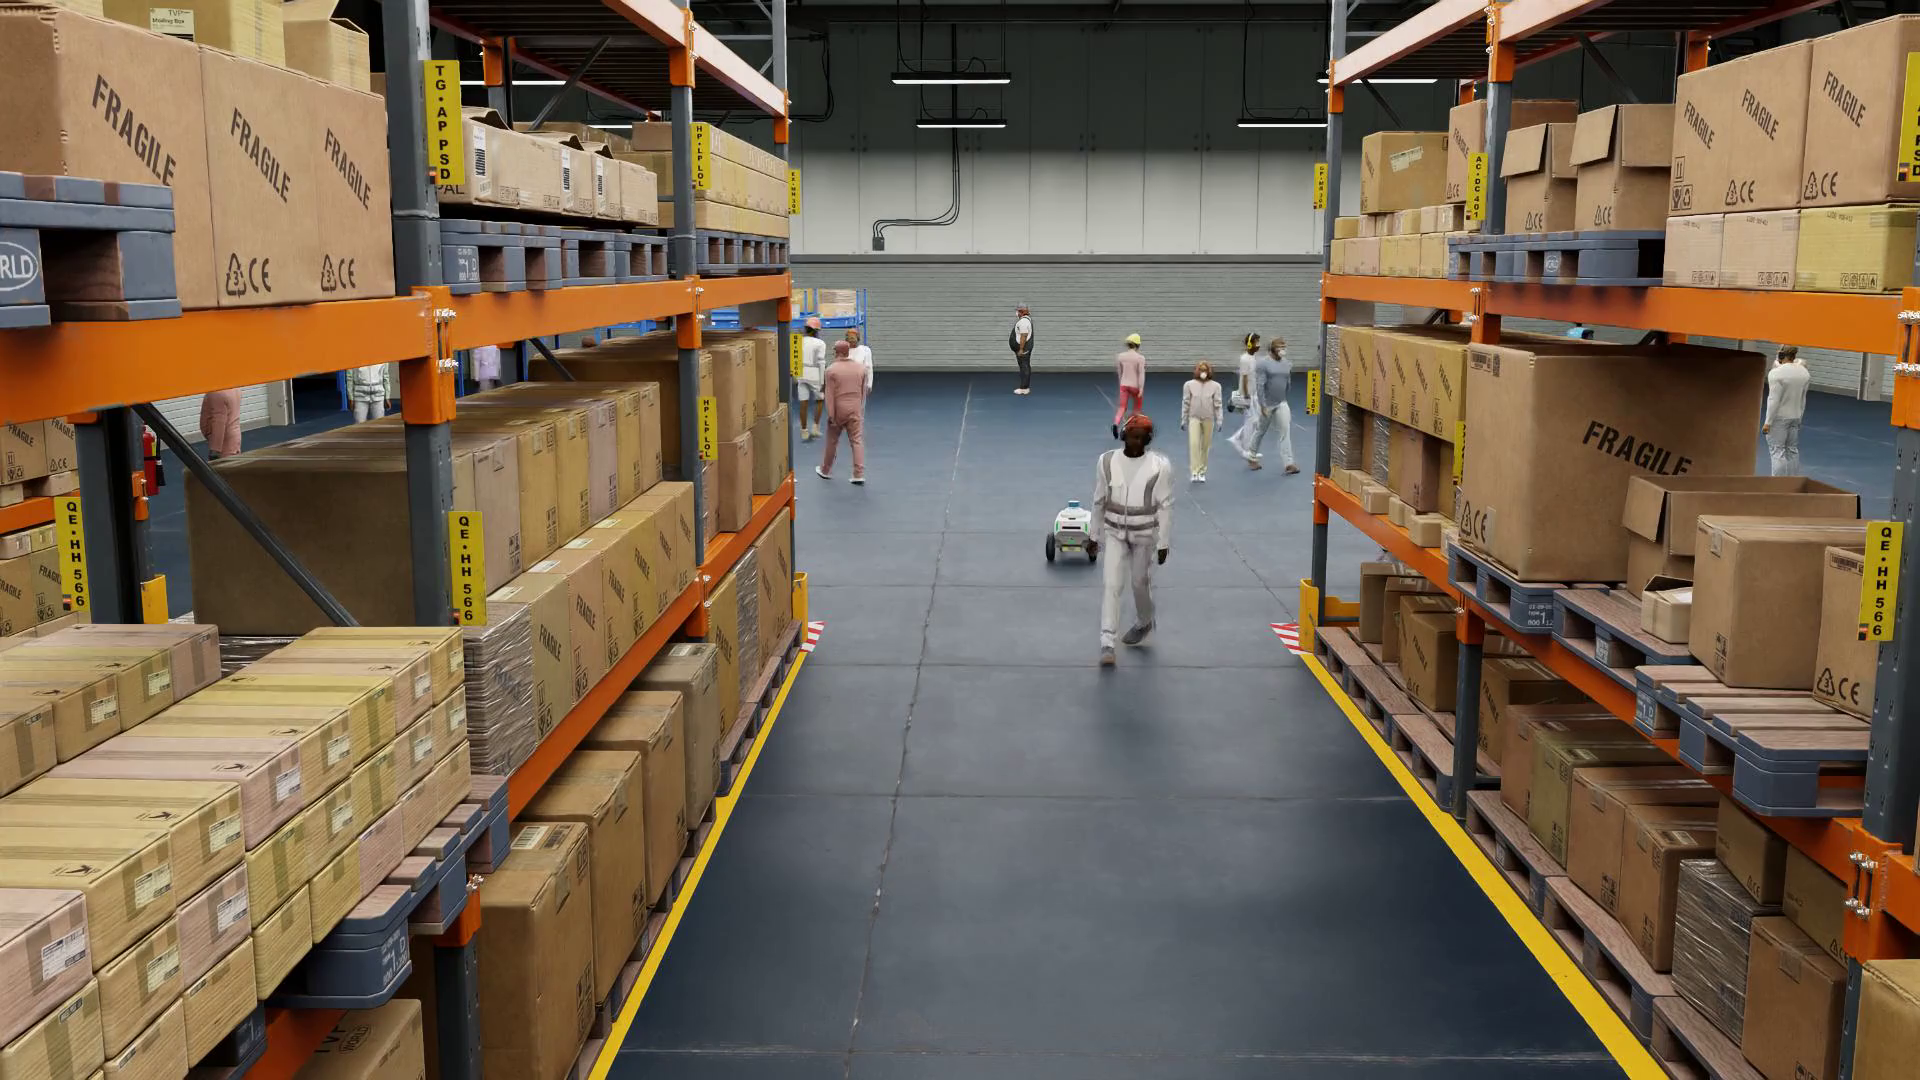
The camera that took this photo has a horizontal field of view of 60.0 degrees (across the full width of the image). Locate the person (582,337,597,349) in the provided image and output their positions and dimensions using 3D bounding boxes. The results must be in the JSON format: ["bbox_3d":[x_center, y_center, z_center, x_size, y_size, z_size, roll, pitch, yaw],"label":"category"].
[{"bbox_3d":[-5.536,-2.120,24.760,0.654,1.794,0.927,-6,11,-34],"label":"person"}]

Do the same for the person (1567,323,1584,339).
[{"bbox_3d":[14.338,-4.344,38.533,0.542,1.646,0.890,5,11,29],"label":"person"}]

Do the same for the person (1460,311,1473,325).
[{"bbox_3d":[11.615,-4.338,37.807,0.678,1.870,0.914,-2,10,-14],"label":"person"}]

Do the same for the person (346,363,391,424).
[{"bbox_3d":[-8.447,-2.023,23.775,0.602,1.937,0.409,-6,11,-31],"label":"person"}]

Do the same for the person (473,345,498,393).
[{"bbox_3d":[-8.233,-2.883,29.020,0.704,1.908,0.591,4,10,25],"label":"person"}]

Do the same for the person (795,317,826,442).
[{"bbox_3d":[-2.435,-2.622,27.140,0.634,2.005,0.630,3,10,20],"label":"person"}]

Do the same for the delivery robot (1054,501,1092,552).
[{"bbox_3d":[1.126,-0.146,16.508,0.477,0.478,0.707,1,10,7],"label":"delivery robot"}]

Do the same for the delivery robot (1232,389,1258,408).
[{"bbox_3d":[5.596,-2.829,32.582,0.477,0.478,0.707,6,11,30],"label":"delivery robot"}]

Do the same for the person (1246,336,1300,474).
[{"bbox_3d":[4.340,-1.878,23.089,0.637,1.892,1.037,-4,10,-22],"label":"person"}]

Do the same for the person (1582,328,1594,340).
[{"bbox_3d":[11.649,-3.114,31.042,0.548,1.681,0.516,-4,10,-20],"label":"person"}]

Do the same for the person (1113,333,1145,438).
[{"bbox_3d":[2.802,-2.543,27.478,0.525,1.740,0.747,6,11,31],"label":"person"}]

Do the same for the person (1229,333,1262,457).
[{"bbox_3d":[4.324,-2.166,24.885,0.446,1.852,0.545,4,10,23],"label":"person"}]

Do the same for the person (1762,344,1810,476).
[{"bbox_3d":[10.110,-1.463,20.415,0.635,1.937,0.354,-5,11,-26],"label":"person"}]

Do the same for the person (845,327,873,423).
[{"bbox_3d":[-1.727,-2.562,27.305,0.582,1.851,0.872,-2,10,-9],"label":"person"}]

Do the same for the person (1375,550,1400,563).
[{"bbox_3d":[4.071,-0.503,14.802,0.665,1.888,1.004,-2,10,-10],"label":"person"}]

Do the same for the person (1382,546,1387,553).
[{"bbox_3d":[4.373,-0.773,16.451,0.650,1.885,0.795,1,10,8],"label":"person"}]

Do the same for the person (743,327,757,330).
[{"bbox_3d":[-3.811,-3.064,30.284,0.567,1.843,0.386,0,9,0],"label":"person"}]

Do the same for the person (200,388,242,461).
[{"bbox_3d":[-7.988,-1.042,17.987,0.407,1.909,0.639,-1,10,-7],"label":"person"}]

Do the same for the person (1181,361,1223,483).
[{"bbox_3d":[3.186,-1.539,21.842,0.527,1.597,0.777,1,9,4],"label":"person"}]

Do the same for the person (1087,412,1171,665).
[{"bbox_3d":[1.264,-0.048,12.295,0.641,1.835,0.966,3,10,20],"label":"person"}]

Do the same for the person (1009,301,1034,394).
[{"bbox_3d":[1.360,-4.261,36.999,0.536,2.000,0.678,2,10,13],"label":"person"}]

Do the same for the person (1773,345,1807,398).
[{"bbox_3d":[13.344,-2.367,26.780,0.556,1.617,0.585,6,11,33],"label":"person"}]

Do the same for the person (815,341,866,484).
[{"bbox_3d":[-1.561,-1.699,22.062,0.660,1.863,0.965,-6,11,-31],"label":"person"}]
